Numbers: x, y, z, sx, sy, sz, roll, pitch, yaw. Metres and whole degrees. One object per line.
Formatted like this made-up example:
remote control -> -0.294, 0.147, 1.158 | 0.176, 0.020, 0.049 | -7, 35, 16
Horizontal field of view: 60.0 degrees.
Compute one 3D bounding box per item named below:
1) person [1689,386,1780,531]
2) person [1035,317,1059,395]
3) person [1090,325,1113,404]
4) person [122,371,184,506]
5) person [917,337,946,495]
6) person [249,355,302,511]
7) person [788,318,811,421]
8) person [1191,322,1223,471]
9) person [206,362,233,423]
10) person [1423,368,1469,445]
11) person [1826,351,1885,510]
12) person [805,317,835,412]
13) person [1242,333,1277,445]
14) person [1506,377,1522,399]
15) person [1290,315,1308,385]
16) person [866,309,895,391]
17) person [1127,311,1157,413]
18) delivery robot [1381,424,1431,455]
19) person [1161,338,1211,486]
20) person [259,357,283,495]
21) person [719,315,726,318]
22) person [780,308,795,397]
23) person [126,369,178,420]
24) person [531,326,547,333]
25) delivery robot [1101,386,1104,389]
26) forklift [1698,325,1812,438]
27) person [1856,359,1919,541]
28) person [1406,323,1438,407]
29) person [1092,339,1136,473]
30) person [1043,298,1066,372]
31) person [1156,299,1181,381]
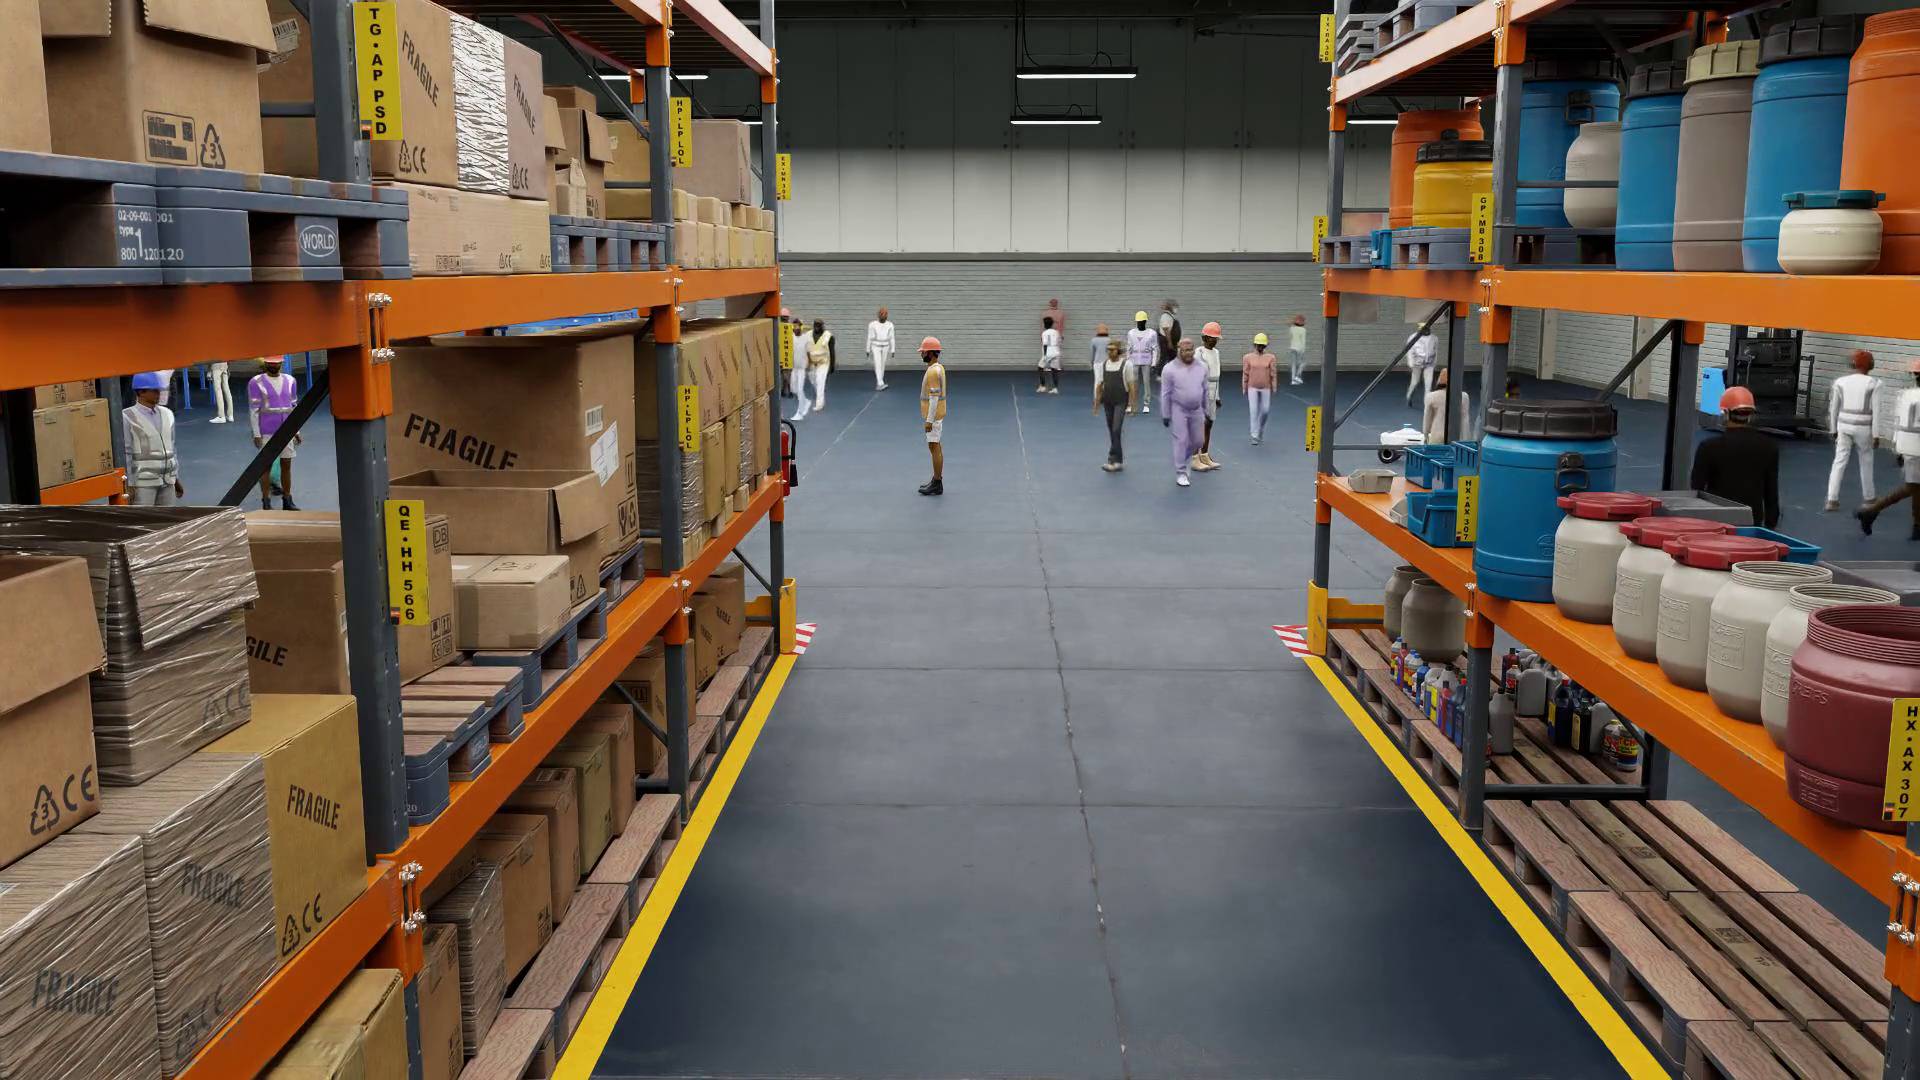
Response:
person -> 5.546, -0.144, 12.155 | 0.647, 1.951, 0.962 | -1, 10, -7
person -> 1.898, -4.006, 36.132 | 0.626, 1.679, 0.547 | 8, 13, 41
person -> 2.892, -3.574, 33.811 | 0.509, 1.574, 0.863 | 2, 10, 12
person -> -6.990, -0.513, 14.398 | 0.398, 1.944, 0.617 | 3, 10, 20
person -> -0.355, -1.543, 20.595 | 0.361, 1.938, 0.545 | 1, 10, 4
person -> -7.706, -1.238, 18.778 | 0.373, 1.933, 0.549 | 9, 13, 42
person -> -2.890, -3.118, 30.278 | 0.519, 1.858, 0.612 | 5, 11, 29
person -> 3.418, -1.977, 22.908 | 0.392, 2.034, 0.605 | 8, 12, 39
person -> -13.272, -3.033, 29.724 | 0.335, 1.873, 0.521 | 3, 10, 19
person -> 5.723, -1.221, 19.596 | 0.532, 1.613, 0.515 | 3, 10, 17
person -> 10.413, -1.273, 19.302 | 0.895, 1.838, 0.599 | -8, 12, -38
person -> -2.721, -3.423, 32.260 | 0.621, 1.807, 0.886 | 3, 10, 16
person -> 4.725, -2.400, 26.292 | 0.546, 1.745, 0.582 | 0, 9, 3
person -> 4.968, -0.563, 15.081 | 0.996, 1.819, 0.510 | 5, 11, 28
person -> 7.939, -4.454, 38.992 | 0.356, 1.620, 0.501 | -6, 11, -33
person -> -1.779, -4.244, 37.109 | 0.619, 1.830, 1.012 | -3, 10, -19
person -> 3.456, -3.388, 31.678 | 0.589, 1.928, 0.385 | 4, 10, 24
delivery robot -> 6.413, -1.420, 23.842 | 0.707, 0.478, 0.477 | 4, 10, 23
person -> 2.900, -1.661, 21.439 | 0.670, 1.889, 0.532 | -3, 10, -16
person -> -8.428, -1.428, 20.424 | 0.543, 1.754, 0.375 | 3, 10, 18
person -> -4.950, -3.793, 34.613 | 0.537, 1.750, 0.577 | -2, 10, -10
person -> -3.684, -3.964, 35.248 | 0.557, 1.906, 0.864 | -7, 12, -35
person -> -10.984, -1.832, 22.599 | 0.637, 1.863, 0.932 | -8, 12, -40
person -> -10.133, -4.665, 40.144 | 0.880, 1.654, 0.542 | 3, 10, 19
delivery robot -> 3.039, -3.189, 33.660 | 0.335, 0.223, 0.698 | 4, 10, 22
forklift -> 13.248, -3.165, 27.620 | 1.129, 2.768, 1.873 | 0, 9, 1
person -> 9.710, -0.935, 17.078 | 0.817, 1.913, 0.546 | 2, 10, 12
person -> 8.946, -3.417, 32.236 | 0.594, 1.805, 0.773 | 0, 9, -3
person -> 2.046, -1.818, 22.617 | 0.553, 1.804, 0.886 | 6, 11, 33
person -> 2.445, -5.370, 43.597 | 0.644, 1.913, 0.408 | -4, 10, -22
person -> 5.023, -4.829, 40.099 | 0.664, 2.000, 0.715 | 4, 10, 24
